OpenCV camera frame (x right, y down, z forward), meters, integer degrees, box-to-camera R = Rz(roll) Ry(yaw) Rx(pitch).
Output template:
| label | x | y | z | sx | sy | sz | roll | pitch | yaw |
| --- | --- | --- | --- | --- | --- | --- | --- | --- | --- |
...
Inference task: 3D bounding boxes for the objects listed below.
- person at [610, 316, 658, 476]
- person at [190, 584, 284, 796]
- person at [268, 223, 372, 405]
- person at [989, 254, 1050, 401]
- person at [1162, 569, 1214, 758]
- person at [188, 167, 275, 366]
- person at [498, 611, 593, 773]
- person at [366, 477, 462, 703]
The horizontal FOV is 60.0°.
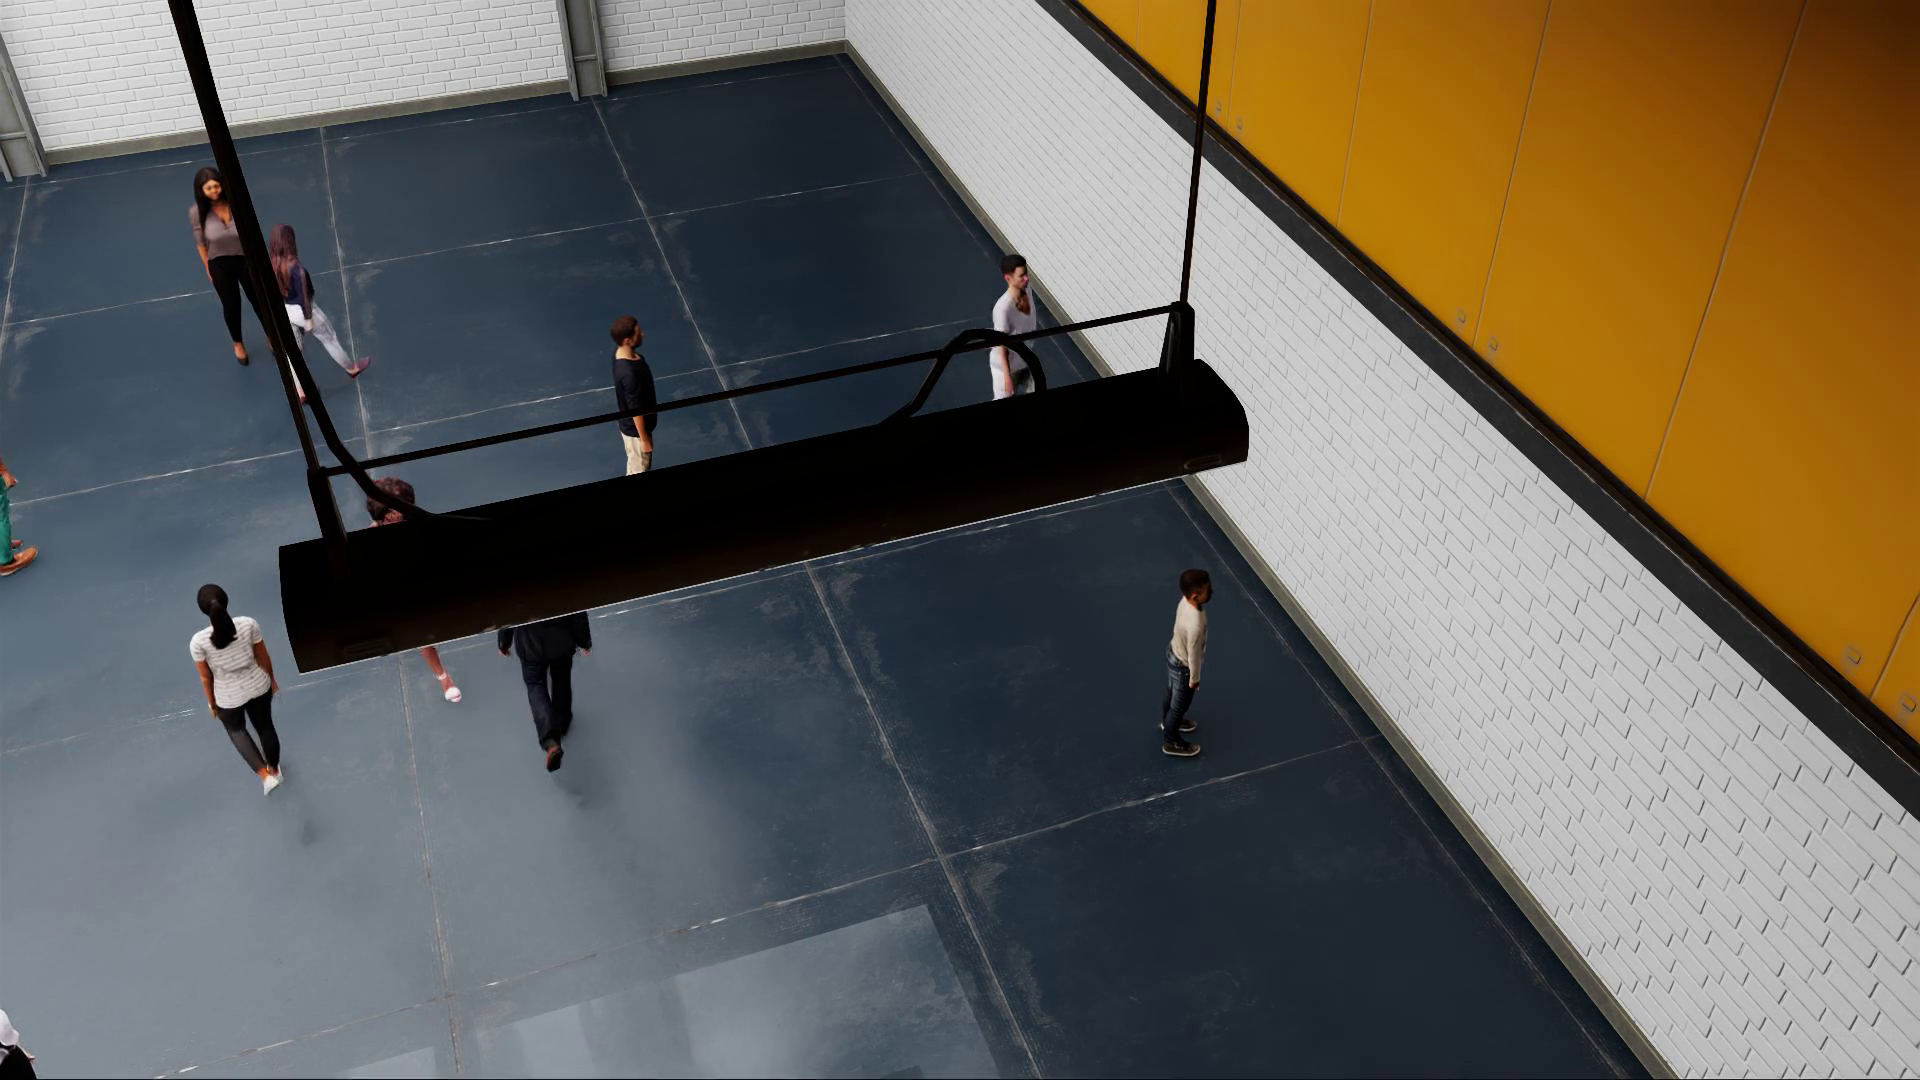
| label | x | y | z | sx | sy | sz | roll | pitch | yaw |
| --- | --- | --- | --- | --- | --- | --- | --- | --- | --- |
| person | -2.428 | -0.856 | 12.442 | 0.548 | 1.854 | 0.634 | -11 | 40 | -13 |
| person | -4.424 | 0.982 | 10.315 | 0.752 | 1.635 | 0.750 | -24 | 45 | -27 |
| person | -5.571 | -1.859 | 13.917 | 0.945 | 1.580 | 1.008 | 16 | 41 | 20 |
| person | 0.346 | -1.463 | 13.213 | 0.944 | 1.839 | 0.879 | 21 | 43 | 24 |
| person | 1.447 | 0.767 | 10.726 | 0.592 | 1.460 | 0.594 | -1 | 39 | -1 |
| person | -6.270 | -2.373 | 14.352 | 0.596 | 1.840 | 0.750 | -21 | 43 | -24 |
| person | -2.623 | 0.697 | 10.567 | 0.972 | 1.767 | 0.872 | -11 | 40 | -14 |
| person | -3.727 | 0.235 | 11.168 | 0.951 | 1.738 | 1.158 | 32 | 48 | 33 |
